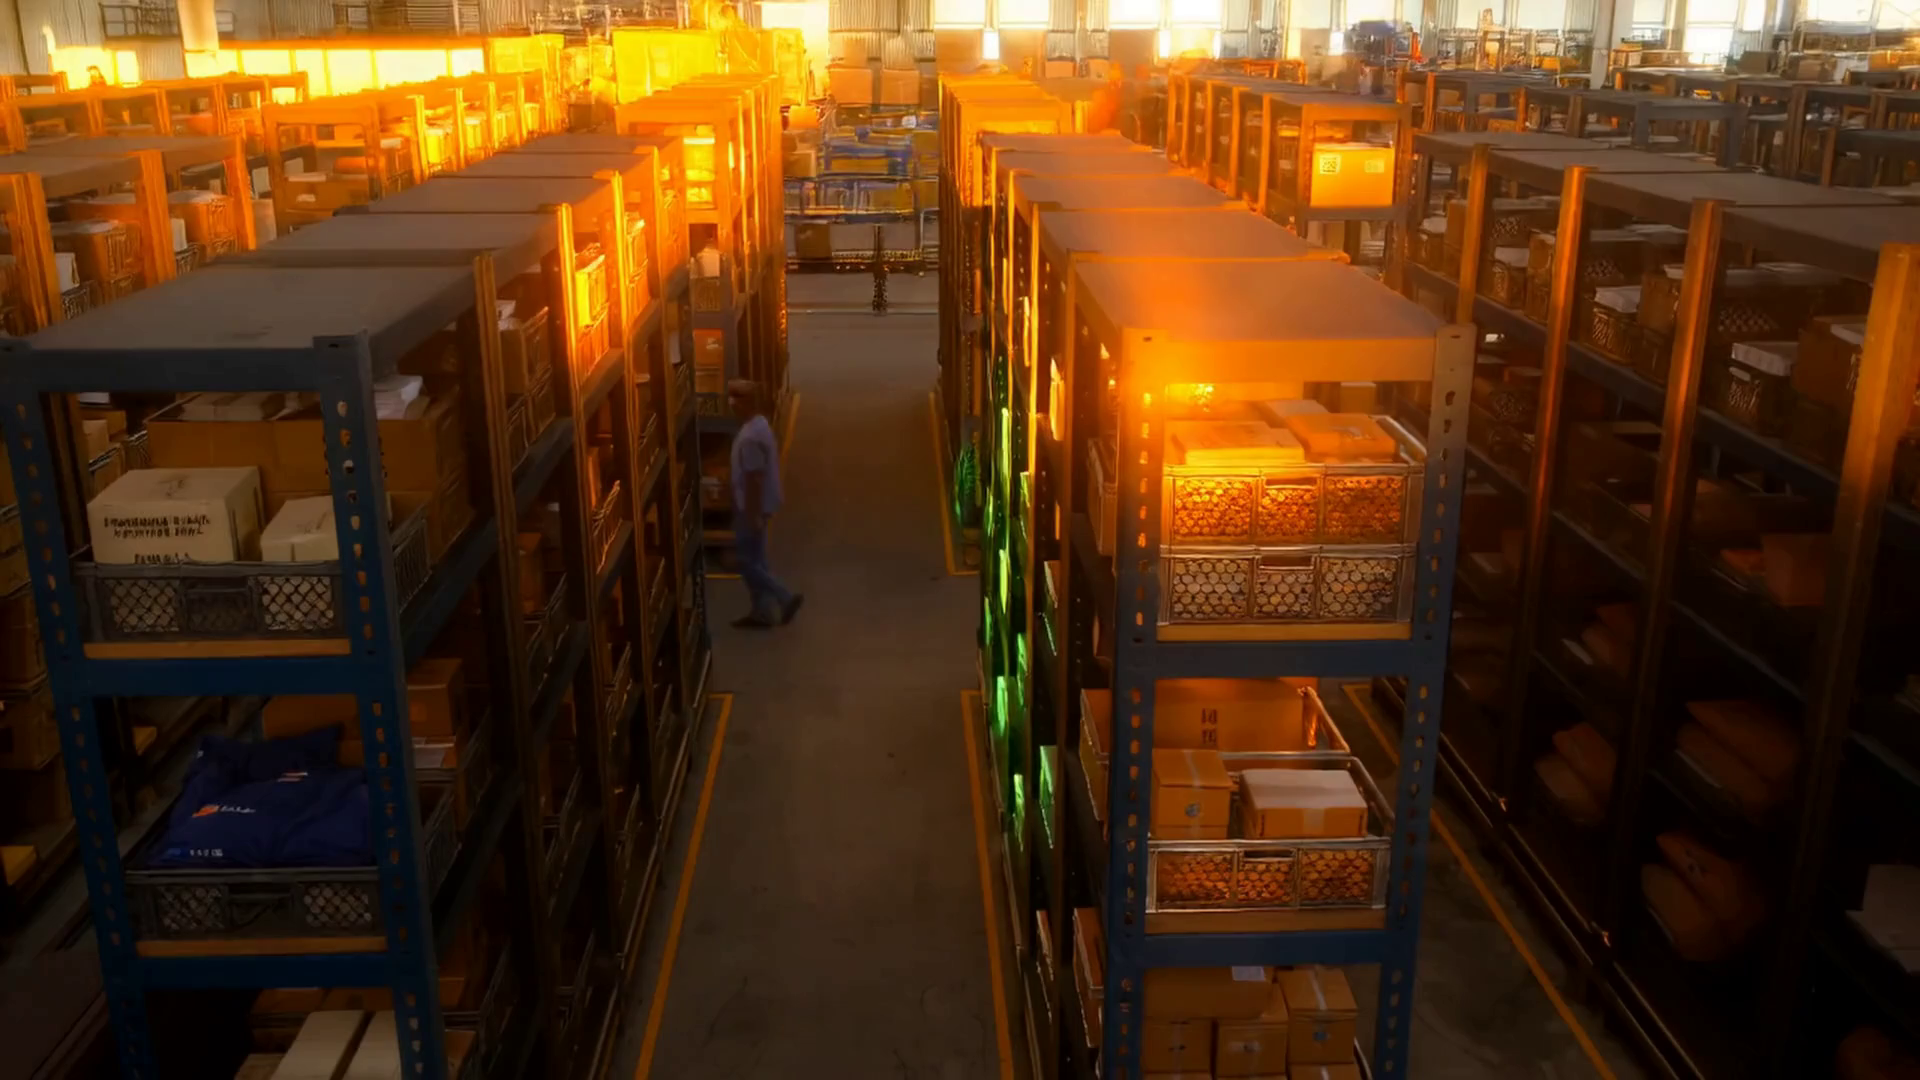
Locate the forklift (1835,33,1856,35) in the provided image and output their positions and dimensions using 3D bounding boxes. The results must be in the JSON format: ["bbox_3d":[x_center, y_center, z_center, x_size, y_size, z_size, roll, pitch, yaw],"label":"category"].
[{"bbox_3d":[46.056,-25.071,86.845,1.129,2.768,1.873,-1,18,-2],"label":"forklift"}]

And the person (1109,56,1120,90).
[{"bbox_3d":[7.299,-21.930,78.743,0.569,1.878,0.355,-8,20,-24],"label":"person"}]

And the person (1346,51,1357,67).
[{"bbox_3d":[20.598,-24.775,87.527,0.918,1.890,0.596,-13,22,-35],"label":"person"}]

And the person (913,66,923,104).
[{"bbox_3d":[-1.651,-17.704,65.571,0.419,1.922,0.554,5,19,15],"label":"person"}]

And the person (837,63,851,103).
[{"bbox_3d":[-4.968,-19.334,70.725,1.020,1.855,0.575,9,20,26],"label":"person"}]

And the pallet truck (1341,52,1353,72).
[{"bbox_3d":[18.794,-23.123,82.231,0.823,1.965,1.885,-13,22,-35],"label":"pallet truck"}]

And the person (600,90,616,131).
[{"bbox_3d":[-11.671,-14.193,55.060,0.852,1.711,0.488,1,18,2],"label":"person"}]

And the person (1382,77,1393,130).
[{"bbox_3d":[14.768,-14.960,57.188,0.897,1.860,0.658,8,20,24],"label":"person"}]

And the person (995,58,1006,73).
[{"bbox_3d":[1.889,-21.223,76.546,0.602,1.872,0.413,12,21,32],"label":"person"}]

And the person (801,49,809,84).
[{"bbox_3d":[-8.524,-25.980,91.286,0.533,1.864,0.311,3,18,9],"label":"person"}]

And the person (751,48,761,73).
[{"bbox_3d":[-11.234,-26.150,91.750,0.586,1.910,0.396,-7,19,-20],"label":"person"}]

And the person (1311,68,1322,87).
[{"bbox_3d":[13.422,-16.869,62.944,0.455,1.963,0.659,14,23,37],"label":"person"}]

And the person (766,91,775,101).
[{"bbox_3d":[-5.811,-12.892,50.749,0.566,1.894,1.007,1,18,5],"label":"person"}]

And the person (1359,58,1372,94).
[{"bbox_3d":[17.430,-19.771,71.791,0.668,2.000,0.710,9,20,27],"label":"person"}]

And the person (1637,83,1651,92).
[{"bbox_3d":[24.972,-16.025,60.858,0.508,1.629,0.315,1,18,2],"label":"person"}]

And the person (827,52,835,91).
[{"bbox_3d":[-6.598,-23.853,84.612,0.390,1.922,0.591,-12,22,-33],"label":"person"}]

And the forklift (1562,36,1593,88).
[{"bbox_3d":[28.994,-22.016,77.391,1.873,2.768,1.129,2,18,5],"label":"forklift"}]

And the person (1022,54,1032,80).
[{"bbox_3d":[3.325,-22.554,80.618,0.646,1.895,1.002,-12,22,-33],"label":"person"}]

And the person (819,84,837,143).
[{"bbox_3d":[-4.212,-13.528,52.802,0.587,1.835,0.404,2,18,7],"label":"person"}]

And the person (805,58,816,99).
[{"bbox_3d":[-6.894,-21.339,76.965,0.506,1.839,0.345,-4,18,-13],"label":"person"}]

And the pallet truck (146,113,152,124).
[{"bbox_3d":[-18.087,-8.309,36.390,1.885,1.965,0.823,-1,18,-4],"label":"pallet truck"}]

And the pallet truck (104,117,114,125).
[{"bbox_3d":[-18.367,-7.885,35.078,1.885,1.965,0.823,1,18,2],"label":"pallet truck"}]

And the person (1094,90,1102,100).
[{"bbox_3d":[4.370,-13.565,53.285,0.502,1.607,0.725,12,22,33],"label":"person"}]

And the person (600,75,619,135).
[{"bbox_3d":[-11.802,-14.645,56.026,0.626,1.979,0.437,2,18,6],"label":"person"}]

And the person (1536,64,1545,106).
[{"bbox_3d":[24.106,-18.863,69.277,0.530,1.857,0.324,-10,20,-27],"label":"person"}]

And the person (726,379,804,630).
[{"bbox_3d":[-1.408,-0.222,11.618,0.469,1.834,0.587,1,18,2],"label":"person"}]

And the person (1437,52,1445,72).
[{"bbox_3d":[25.037,-24.453,86.600,0.429,1.843,0.627,-9,20,-25],"label":"person"}]
